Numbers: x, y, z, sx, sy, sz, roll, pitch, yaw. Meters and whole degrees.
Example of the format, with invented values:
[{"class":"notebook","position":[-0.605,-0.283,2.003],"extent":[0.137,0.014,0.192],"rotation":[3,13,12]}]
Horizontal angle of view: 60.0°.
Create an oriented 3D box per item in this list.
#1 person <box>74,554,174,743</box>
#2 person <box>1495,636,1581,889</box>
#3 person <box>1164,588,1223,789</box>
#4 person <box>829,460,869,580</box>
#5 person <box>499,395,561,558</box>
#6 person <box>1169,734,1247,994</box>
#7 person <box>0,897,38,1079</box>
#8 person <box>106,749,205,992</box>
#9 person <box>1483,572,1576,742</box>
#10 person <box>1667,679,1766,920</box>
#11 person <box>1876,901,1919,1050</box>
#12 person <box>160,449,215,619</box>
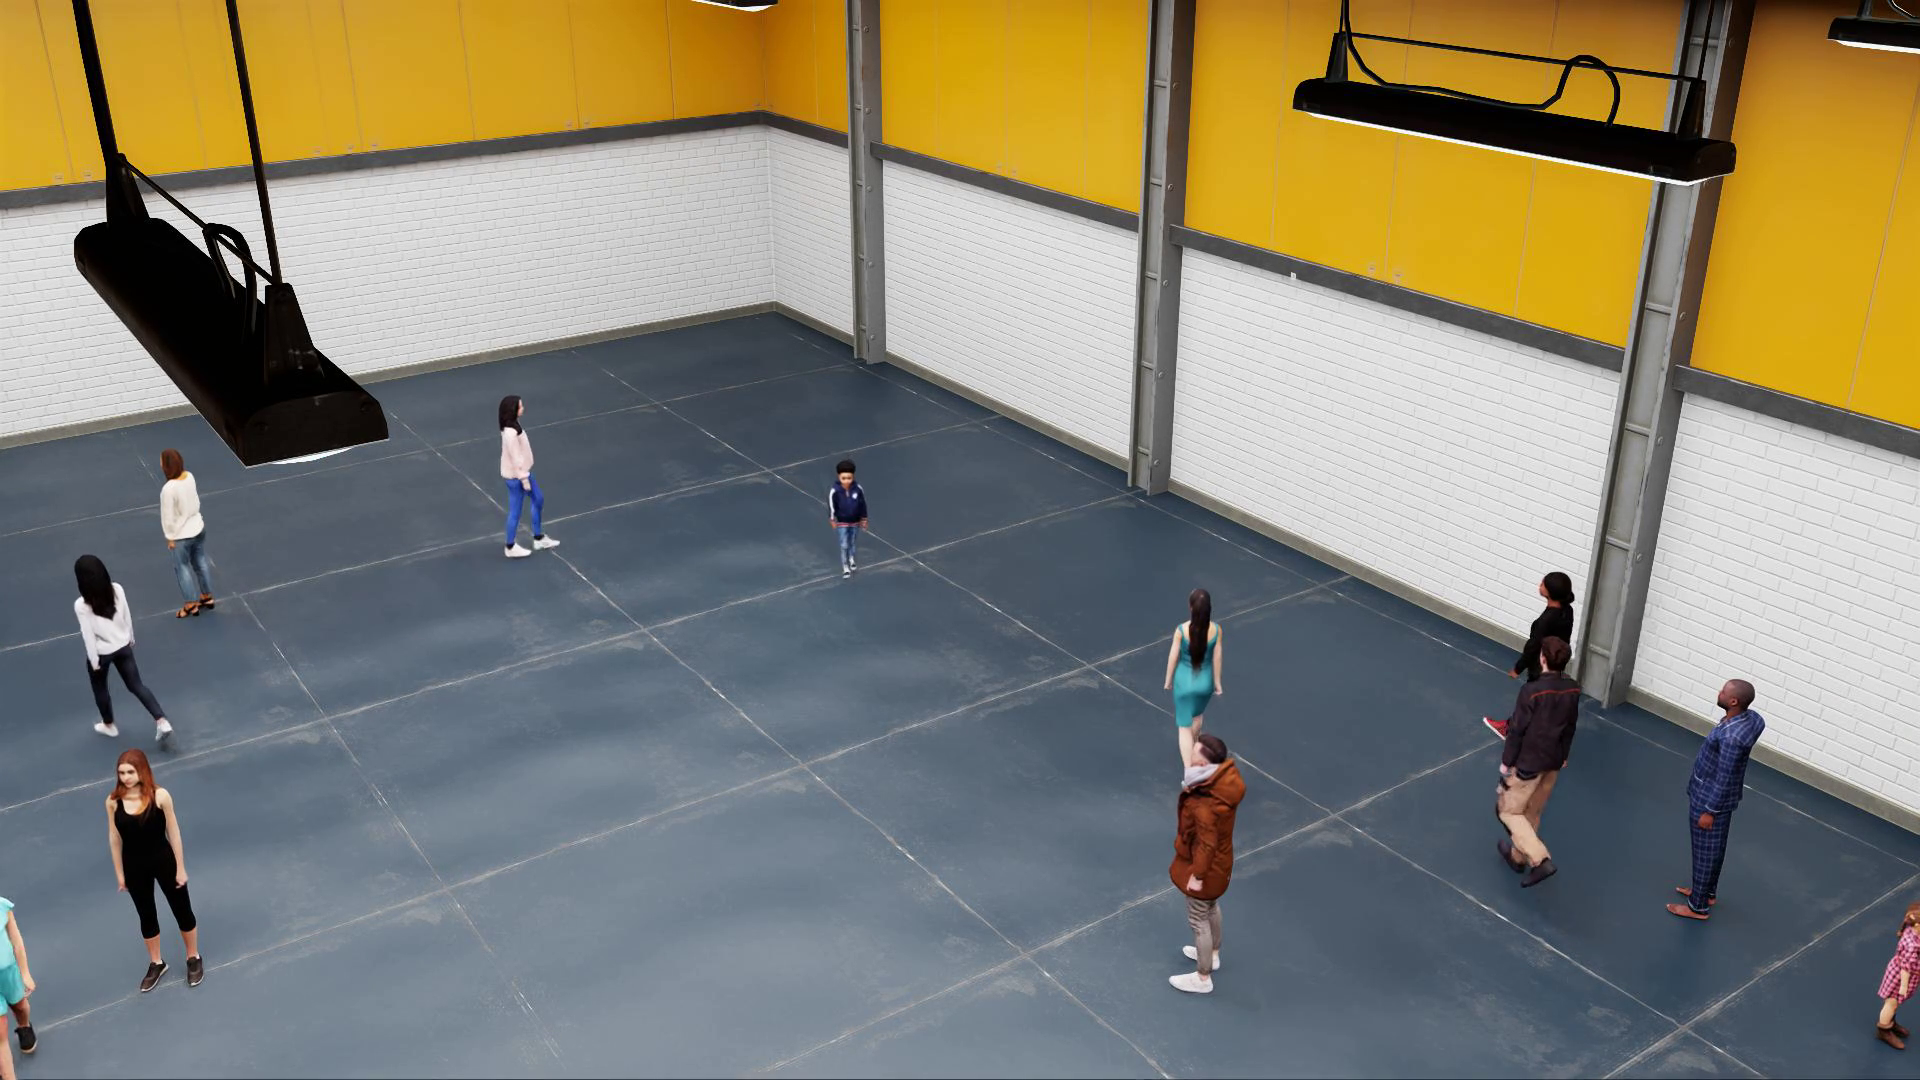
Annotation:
[{"class":"person","position":[-6.839,0.928,13.525],"extent":[1.175,1.668,0.955],"rotation":[12,26,26]},{"class":"person","position":[4.074,1.599,11.687],"extent":[0.855,1.910,1.043],"rotation":[-8,25,-18]},{"class":"person","position":[1.821,1.189,12.955],"extent":[0.855,1.645,1.035],"rotation":[-3,24,-6]},{"class":"person","position":[-1.124,-0.244,16.789],"extent":[0.699,1.200,0.844],"rotation":[-5,24,-12]},{"class":"person","position":[-4.620,-0.637,17.001],"extent":[0.905,1.749,0.866],"rotation":[-4,24,-8]},{"class":"person","position":[1.590,2.068,10.706],"extent":[0.874,1.836,0.843],"rotation":[10,25,22]},{"class":"person","position":[-5.764,2.562,9.976],"extent":[0.582,1.515,1.090],"rotation":[-13,27,-28]},{"class":"person","position":[-5.213,2.107,10.754],"extent":[0.643,1.726,0.645],"rotation":[-4,24,-8]},{"class":"person","position":[4.743,1.059,13.252],"extent":[1.021,1.645,0.708],"rotation":[22,32,40]},{"class":"person","position":[5.198,1.762,11.421],"extent":[0.724,1.824,0.752],"rotation":[17,29,33]},{"class":"person","position":[5.879,2.674,10.337],"extent":[0.506,1.021,0.477],"rotation":[16,28,33]},{"class":"person","position":[-7.332,-0.087,15.832],"extent":[0.777,1.679,0.720],"rotation":[5,24,10]}]
